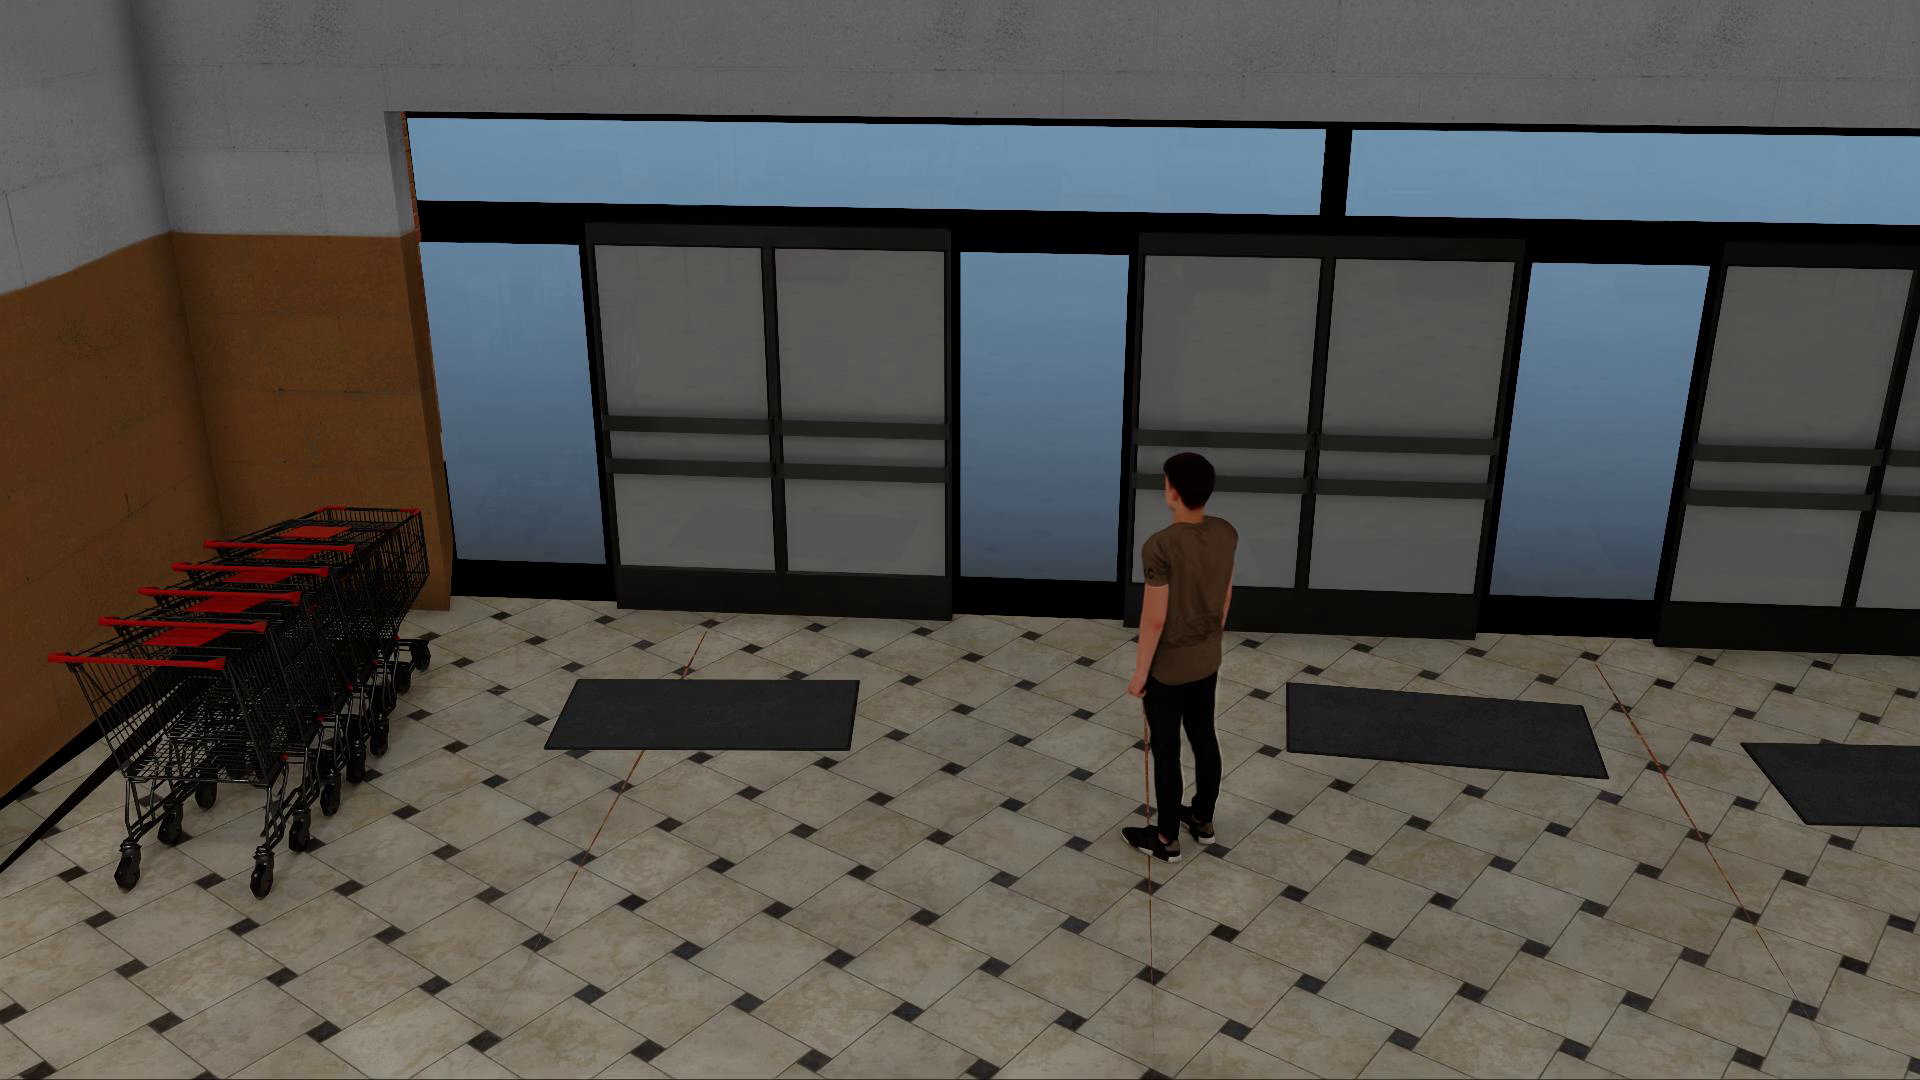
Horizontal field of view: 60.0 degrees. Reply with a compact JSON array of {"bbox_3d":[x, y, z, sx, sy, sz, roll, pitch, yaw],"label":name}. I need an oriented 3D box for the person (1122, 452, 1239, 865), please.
[{"bbox_3d":[0.959,0.508,7.169,0.747,1.851,0.795,-16,27,-34],"label":"person"}]
